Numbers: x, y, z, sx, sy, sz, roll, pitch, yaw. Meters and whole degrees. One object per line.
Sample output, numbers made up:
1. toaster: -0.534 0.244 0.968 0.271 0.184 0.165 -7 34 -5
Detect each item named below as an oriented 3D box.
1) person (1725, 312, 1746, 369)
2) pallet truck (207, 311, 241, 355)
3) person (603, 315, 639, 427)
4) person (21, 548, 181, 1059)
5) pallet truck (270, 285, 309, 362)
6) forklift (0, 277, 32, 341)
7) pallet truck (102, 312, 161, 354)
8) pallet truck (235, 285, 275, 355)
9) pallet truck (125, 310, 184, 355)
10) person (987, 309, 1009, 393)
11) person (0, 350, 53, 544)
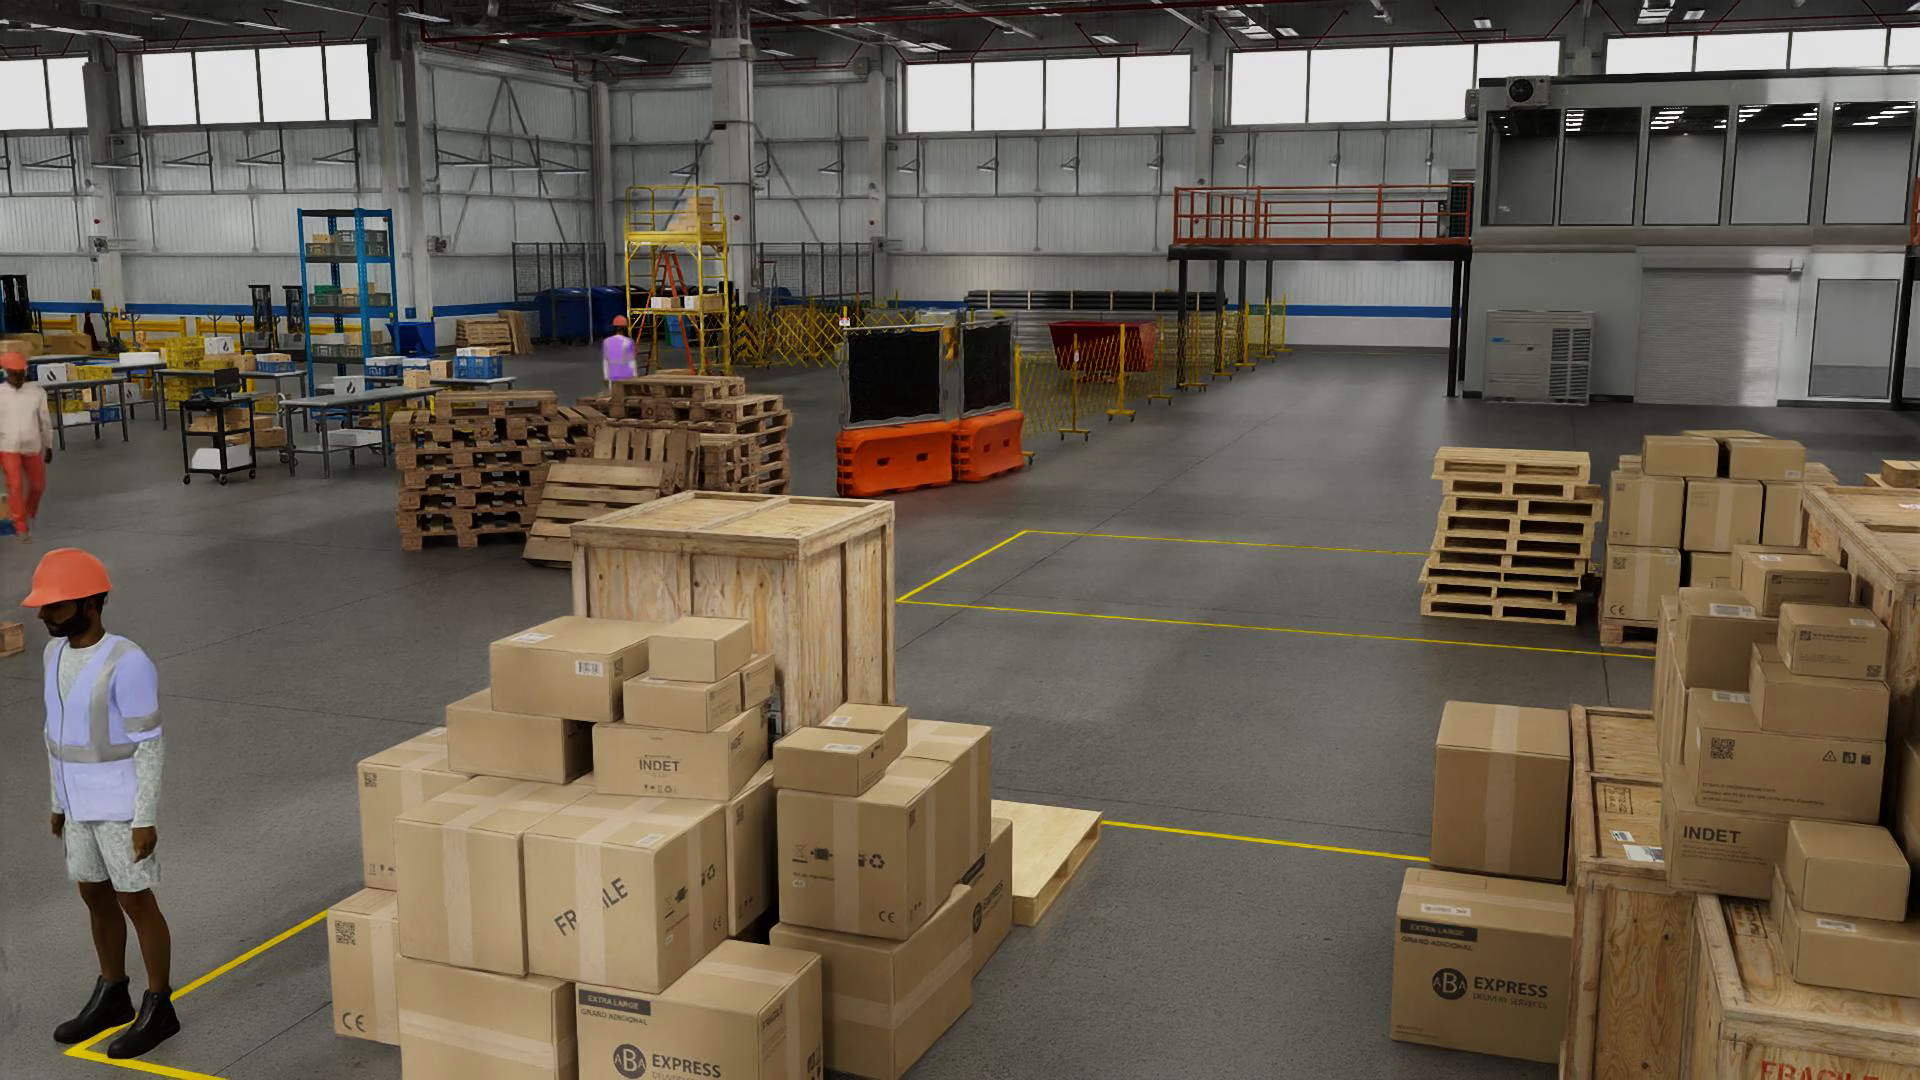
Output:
1. person: 18.276 -4.721 39.176 0.498 1.627 0.288 6 12 31
2. pallet truck: -19.537 -5.575 44.913 0.653 1.274 1.630 3 11 19
3. person: -5.406 -2.633 26.592 0.558 1.921 0.386 4 11 19
4. person: -3.220 0.980 6.208 0.549 1.936 0.376 5 11 27
5. pallet truck: -17.147 -5.700 43.663 0.823 1.965 1.885 3 11 17
6. forklift: -27.151 -6.329 46.328 1.157 1.987 2.680 3 11 17
7. pallet truck: -23.057 -5.777 46.261 0.680 1.201 1.601 3 11 19
8. pallet truck: -18.327 -5.835 44.421 0.823 1.965 1.885 4 11 23
9. pallet truck: -22.038 -5.665 45.457 0.704 1.261 1.522 3 11 17
10. person: 0.801 -3.861 34.039 0.513 1.727 0.389 3 10 15
11. person: -9.616 -0.957 17.003 0.621 1.980 0.573 -10 14 -44
